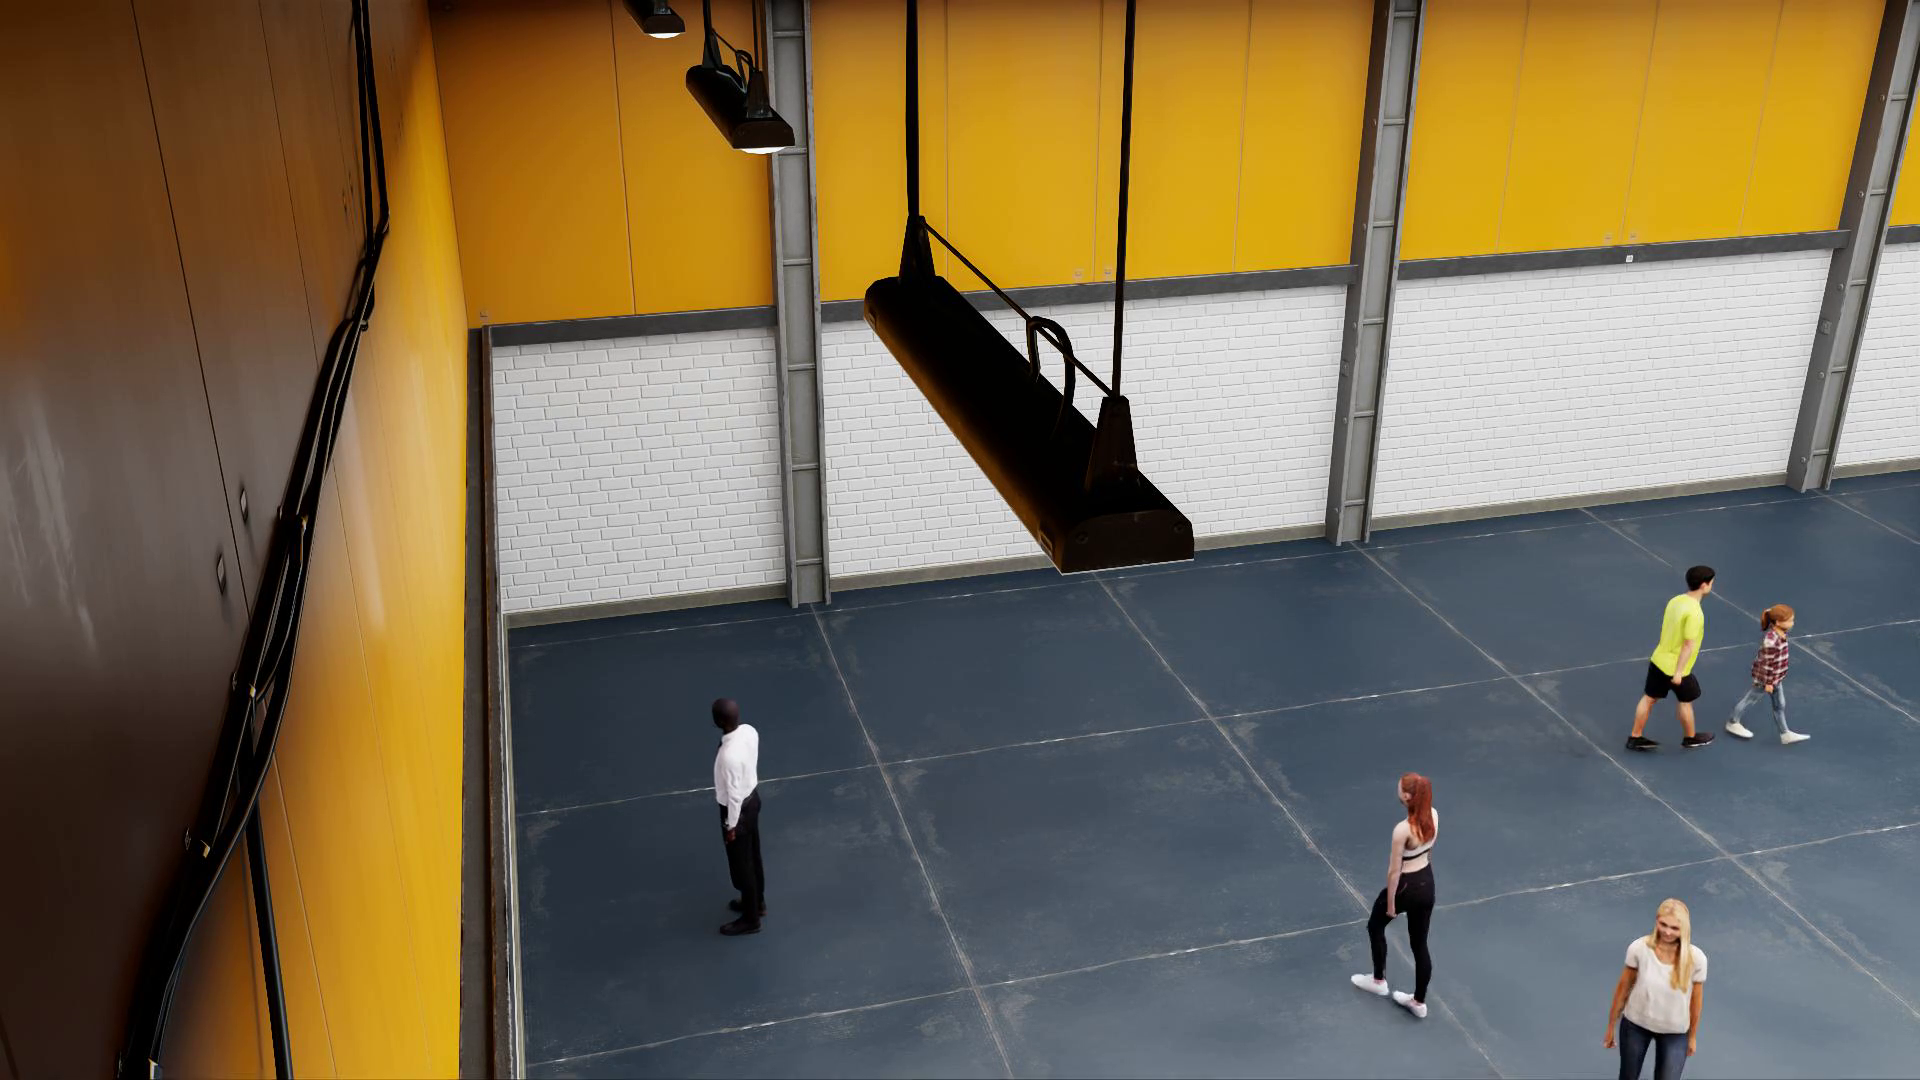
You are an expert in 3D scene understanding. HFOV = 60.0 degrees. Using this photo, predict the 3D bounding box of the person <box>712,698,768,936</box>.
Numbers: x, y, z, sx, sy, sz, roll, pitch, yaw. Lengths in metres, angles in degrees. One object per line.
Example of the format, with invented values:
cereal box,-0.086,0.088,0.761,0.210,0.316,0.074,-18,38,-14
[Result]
person,-1.531,1.911,11.619,0.691,1.835,0.716,4,24,9

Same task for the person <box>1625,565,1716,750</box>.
person,5.866,1.028,13.845,0.987,1.670,0.713,-3,24,-6

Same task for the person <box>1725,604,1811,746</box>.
person,6.782,1.127,14.112,0.874,1.276,0.899,21,31,39

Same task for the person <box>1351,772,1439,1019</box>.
person,2.992,2.337,10.784,0.780,1.723,0.774,-14,27,-29

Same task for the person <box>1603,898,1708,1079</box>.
person,4.027,2.798,9.638,0.786,1.798,0.850,11,26,24
